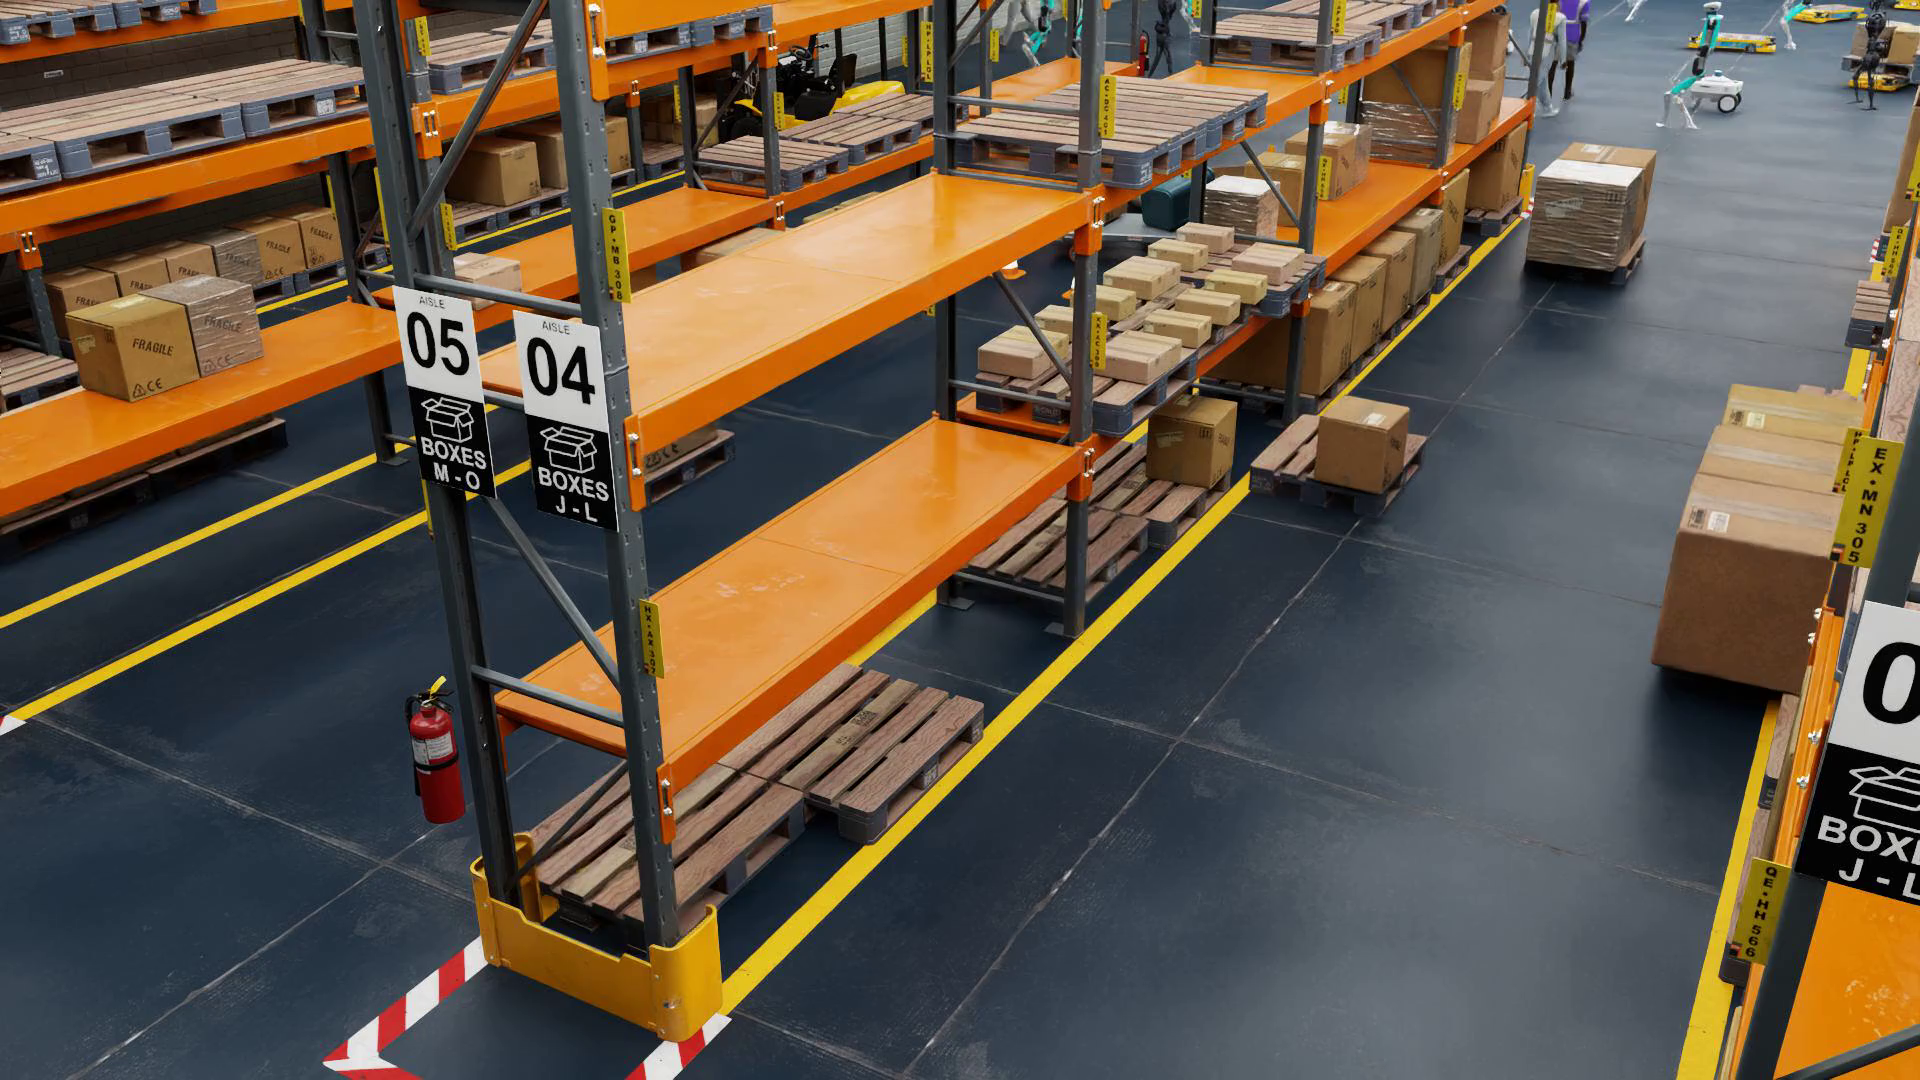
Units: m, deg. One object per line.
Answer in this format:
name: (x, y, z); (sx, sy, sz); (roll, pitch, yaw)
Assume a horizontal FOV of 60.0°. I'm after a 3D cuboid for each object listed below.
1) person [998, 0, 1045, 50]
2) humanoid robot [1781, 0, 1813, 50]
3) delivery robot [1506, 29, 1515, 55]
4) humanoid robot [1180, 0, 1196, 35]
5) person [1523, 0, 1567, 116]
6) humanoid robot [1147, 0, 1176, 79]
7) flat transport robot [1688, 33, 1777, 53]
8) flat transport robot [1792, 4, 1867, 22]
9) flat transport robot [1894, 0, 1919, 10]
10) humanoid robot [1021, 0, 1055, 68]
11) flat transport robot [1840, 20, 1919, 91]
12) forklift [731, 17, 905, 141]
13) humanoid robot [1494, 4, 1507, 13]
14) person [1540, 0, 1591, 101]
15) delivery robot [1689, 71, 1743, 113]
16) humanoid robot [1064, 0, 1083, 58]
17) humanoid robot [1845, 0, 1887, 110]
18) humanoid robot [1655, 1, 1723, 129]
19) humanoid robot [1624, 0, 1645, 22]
person: (1.075, -9.698, 29.648); (0.976, 1.888, 0.658); (4, 26, 9)
humanoid robot: (15.042, -9.712, 29.786); (0.721, 1.755, 0.537); (13, 29, 25)
delivery robot: (9.436, -8.866, 29.425); (0.760, 0.586, 0.499); (-16, 30, -29)
humanoid robot: (4.336, -10.175, 30.767); (0.698, 1.781, 0.536); (-2, 26, -4)
person: (8.486, -7.043, 24.135); (1.012, 1.866, 0.609); (-14, 29, -27)
humanoid robot: (3.275, -8.098, 26.581); (0.648, 1.647, 0.590); (1, 26, 2)
flat transport robot: (13.920, -8.965, 29.971); (1.431, 0.231, 0.659); (11, 28, 21)
flat transport robot: (17.331, -10.494, 33.147); (1.431, 0.231, 0.659); (-13, 28, -24)
flat transport robot: (19.912, -11.233, 34.683); (0.659, 0.231, 1.431); (15, 29, 28)
humanoid robot: (1.219, -8.375, 27.072); (0.708, 1.808, 0.550); (5, 26, 11)
flat transport robot: (14.999, -7.468, 26.860); (1.431, 0.231, 0.659); (-21, 33, -36)
forklift: (-1.819, -5.975, 21.543); (2.313, 2.155, 1.214); (14, 29, 26)
humanoid robot: (7.684, -6.984, 24.253); (0.640, 1.627, 0.599); (11, 28, 21)
person: (9.239, -7.669, 25.381); (0.604, 1.931, 0.657); (10, 27, 20)
delivery robot: (11.386, -6.761, 25.050); (0.744, 0.584, 0.513); (14, 29, 27)
humanoid robot: (1.969, -9.031, 28.402); (0.537, 1.783, 0.756); (8, 27, 16)
humanoid robot: (13.639, -7.293, 24.881); (0.522, 1.636, 0.616); (11, 28, 22)
humanoid robot: (10.294, -6.724, 23.698); (0.813, 1.848, 0.530); (13, 28, 24)
humanoid robot: (13.188, -10.905, 32.444); (0.722, 1.909, 0.560); (-8, 27, -16)
